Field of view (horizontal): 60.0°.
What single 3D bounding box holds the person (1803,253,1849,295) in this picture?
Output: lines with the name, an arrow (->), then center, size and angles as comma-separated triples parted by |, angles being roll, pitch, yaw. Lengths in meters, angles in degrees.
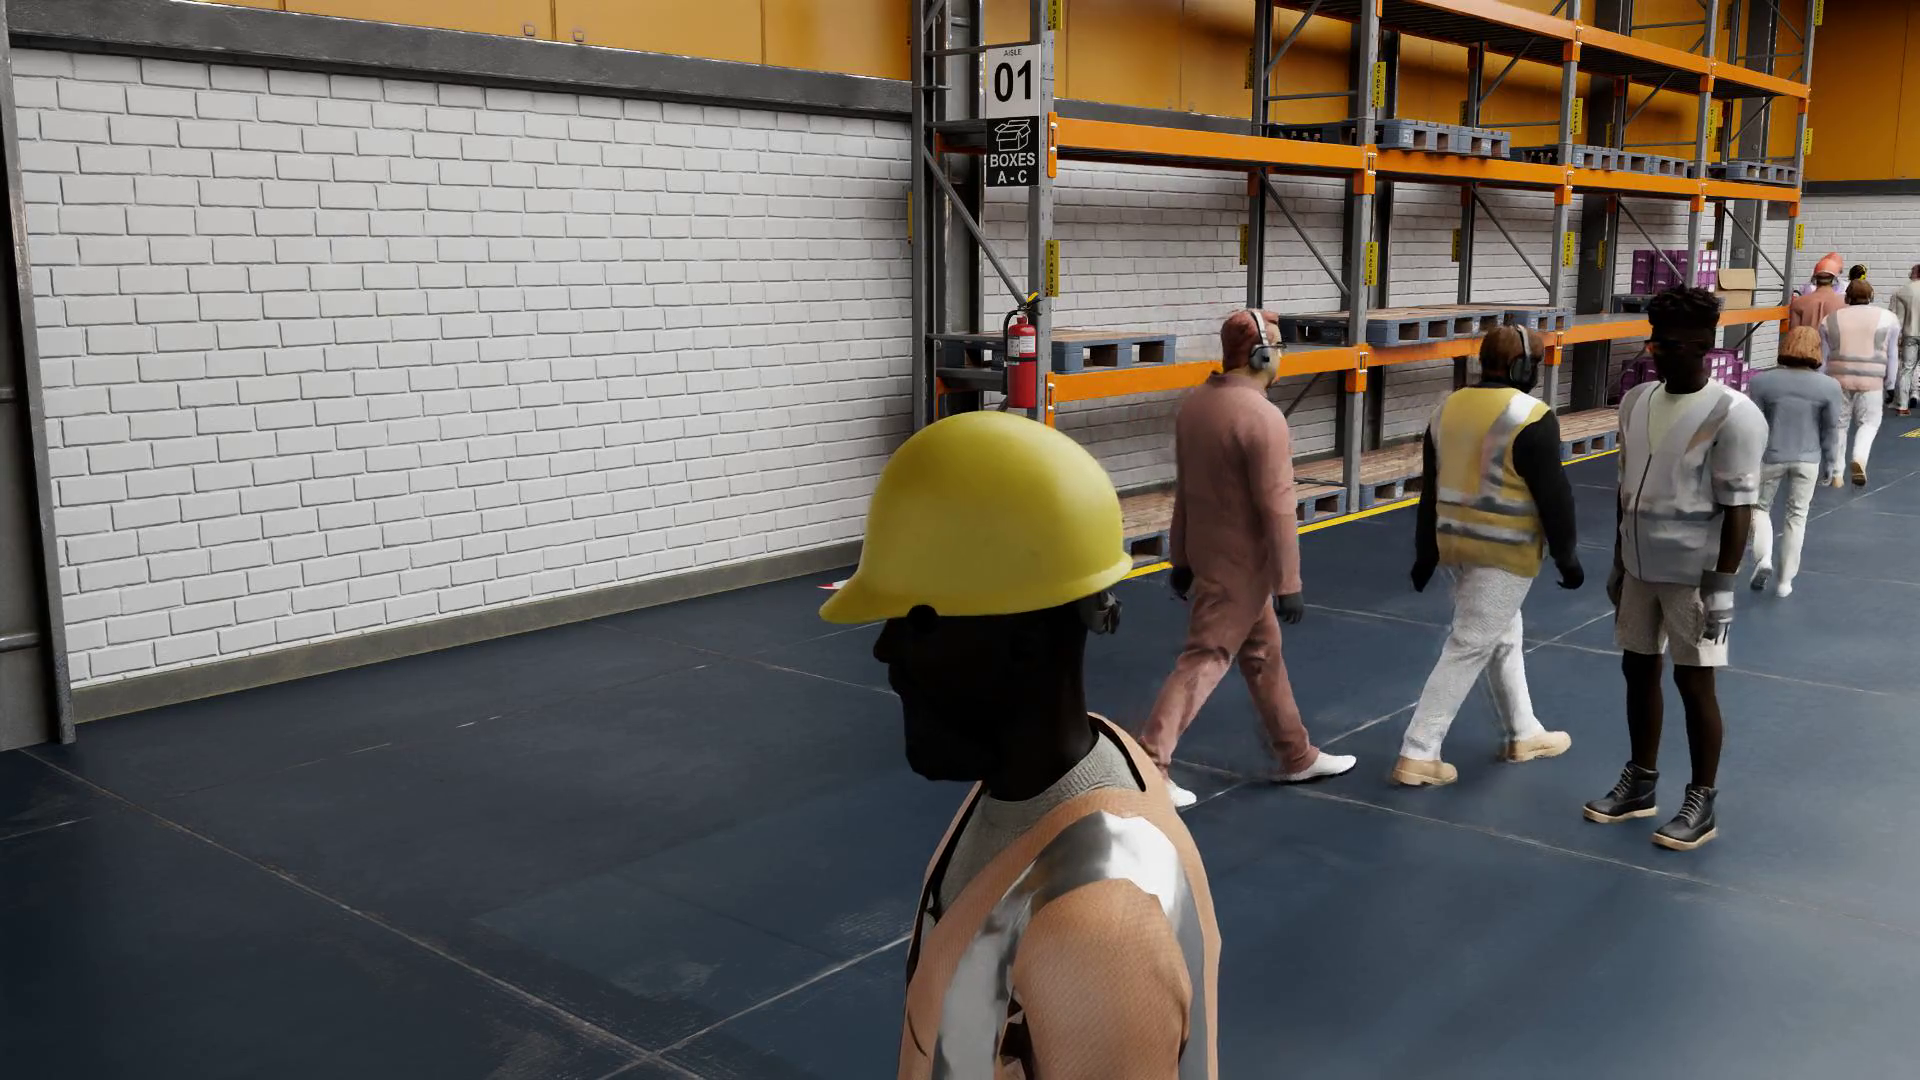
person -> 11.093, -2.650, 21.273 | 0.626, 1.993, 1.007 | 2, 10, 12

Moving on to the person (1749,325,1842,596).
person -> 4.902, -0.455, 9.840 | 0.527, 1.620, 0.413 | 5, 11, 25

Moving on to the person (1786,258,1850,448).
person -> 8.625, -1.832, 16.705 | 0.619, 1.976, 0.604 | 5, 11, 27

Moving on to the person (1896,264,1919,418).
person -> 11.791, -2.463, 20.395 | 0.373, 1.940, 0.630 | -8, 13, -38

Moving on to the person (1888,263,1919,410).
person -> 12.179, -2.594, 21.297 | 0.686, 1.878, 0.446 | 2, 10, 9

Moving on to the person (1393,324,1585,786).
person -> 2.068, 0.060, 6.476 | 0.937, 1.792, 0.612 | -3, 10, -18

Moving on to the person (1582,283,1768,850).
person -> 2.500, 0.090, 5.816 | 0.375, 1.959, 0.614 | -4, 11, -20

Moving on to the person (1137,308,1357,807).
person -> 1.046, 0.075, 6.188 | 1.018, 1.853, 0.658 | -2, 10, -14

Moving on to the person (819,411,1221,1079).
person -> 0.061, 0.828, 1.696 | 0.386, 1.922, 0.594 | -1, 10, -3

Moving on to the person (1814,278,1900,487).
person -> 7.687, -1.337, 14.308 | 0.642, 1.822, 0.535 | 6, 12, 31

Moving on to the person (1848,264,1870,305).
person -> 11.960, -2.767, 22.384 | 0.364, 1.860, 0.514 | -8, 13, -40
